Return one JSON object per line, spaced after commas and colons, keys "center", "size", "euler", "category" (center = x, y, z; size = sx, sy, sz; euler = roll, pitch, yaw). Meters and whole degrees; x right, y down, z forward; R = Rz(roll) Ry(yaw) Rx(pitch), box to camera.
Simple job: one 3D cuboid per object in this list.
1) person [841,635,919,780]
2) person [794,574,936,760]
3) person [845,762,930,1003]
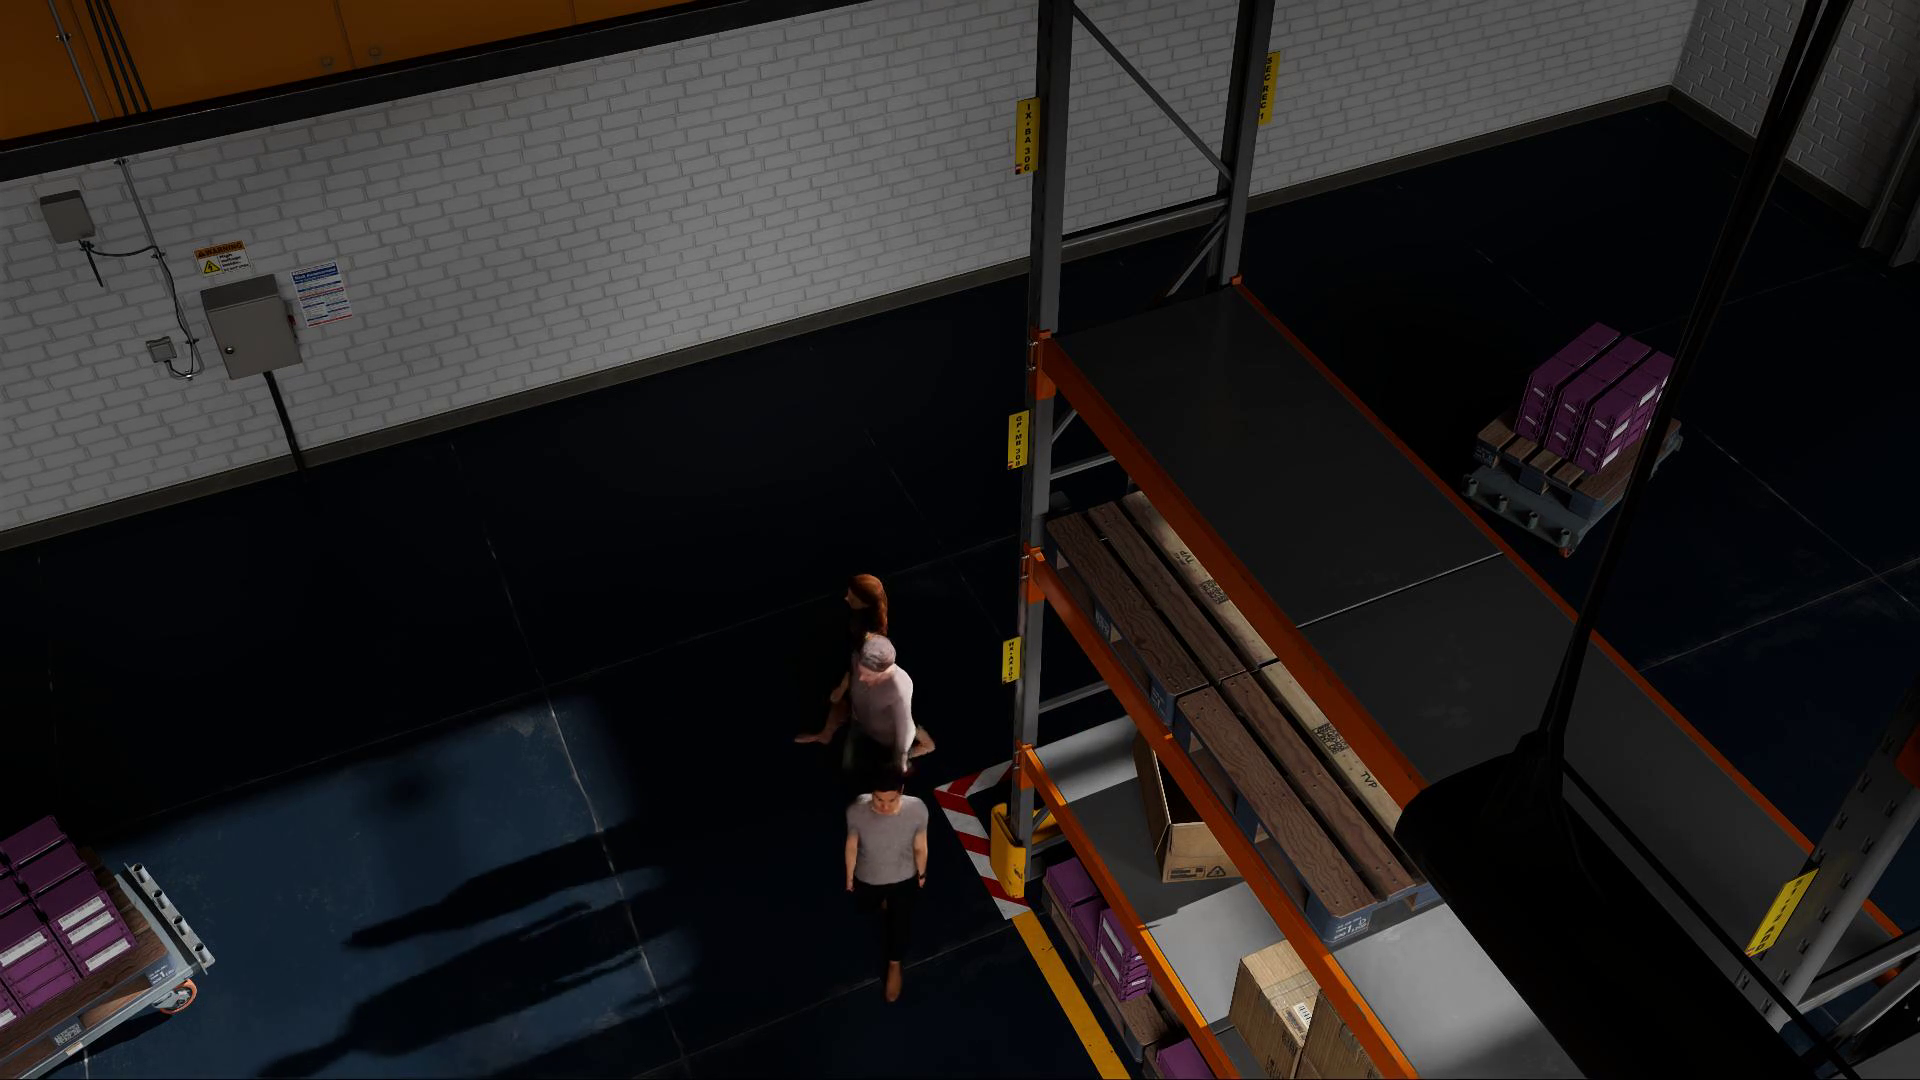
{"center": [-0.378, 1.094, 9.723], "size": [0.893, 1.837, 0.826], "euler": [-24, 49, -23], "category": "person"}
{"center": [-0.459, 0.841, 10.182], "size": [0.900, 1.571, 1.132], "euler": [-3, 44, -3], "category": "person"}
{"center": [-0.401, 1.753, 9.131], "size": [0.925, 1.700, 1.076], "euler": [4, 44, 4], "category": "person"}
